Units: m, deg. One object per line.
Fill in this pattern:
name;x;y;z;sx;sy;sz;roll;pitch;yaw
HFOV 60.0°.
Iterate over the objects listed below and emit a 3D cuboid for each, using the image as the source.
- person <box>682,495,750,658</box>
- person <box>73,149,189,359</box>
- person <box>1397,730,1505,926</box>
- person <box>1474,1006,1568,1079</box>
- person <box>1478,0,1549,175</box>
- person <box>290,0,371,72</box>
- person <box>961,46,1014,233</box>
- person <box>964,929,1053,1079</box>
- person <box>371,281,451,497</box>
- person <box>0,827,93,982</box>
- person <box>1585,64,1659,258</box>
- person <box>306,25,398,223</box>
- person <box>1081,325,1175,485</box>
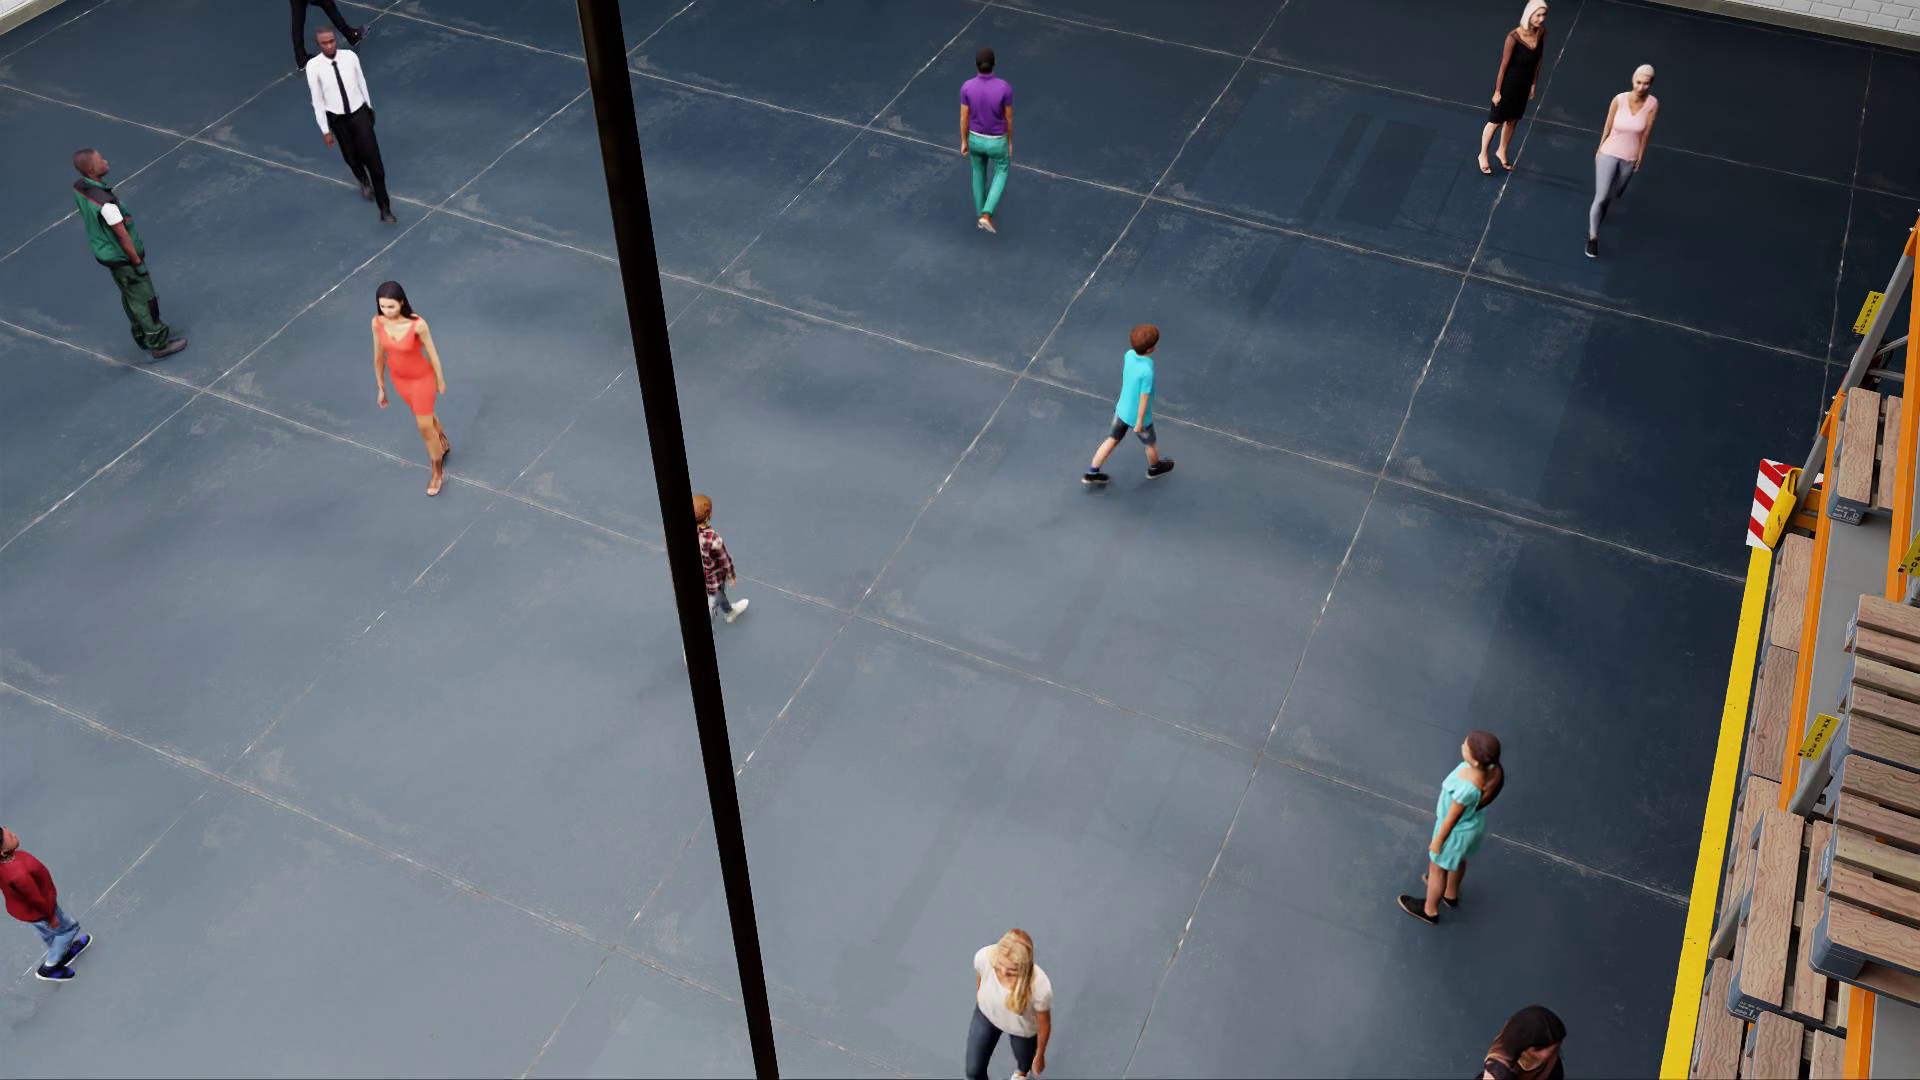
person;-1.717;0.246;11.065;0.657;1.283;0.949;28;50;26
person;-6.727;-2.298;13.334;0.750;1.837;0.692;31;52;29
person;2.843;1.614;9.429;0.580;1.560;0.683;-31;52;-29
person;2.619;2.770;8.101;0.754;1.717;0.601;27;50;26
person;5.131;-4.209;15.409;0.655;1.743;0.716;-14;45;-14
person;-6.745;-5.605;16.872;0.757;1.745;1.162;25;49;24
person;0.229;-3.445;14.598;0.729;1.755;0.895;8;44;9
person;0.301;2.371;8.472;0.628;1.783;0.797;22;48;21
person;-4.016;-1.231;12.315;0.700;1.697;0.888;9;44;9
person;-5.184;2.048;9.201;0.553;1.245;0.618;27;50;25
person;5.785;-3.400;14.589;0.673;1.702;1.097;10;45;10
person;-5.515;-3.793;14.942;1.263;1.784;1.217;-21;47;-20
person;1.212;-0.941;12.216;1.023;1.415;0.889;-20;47;-20
